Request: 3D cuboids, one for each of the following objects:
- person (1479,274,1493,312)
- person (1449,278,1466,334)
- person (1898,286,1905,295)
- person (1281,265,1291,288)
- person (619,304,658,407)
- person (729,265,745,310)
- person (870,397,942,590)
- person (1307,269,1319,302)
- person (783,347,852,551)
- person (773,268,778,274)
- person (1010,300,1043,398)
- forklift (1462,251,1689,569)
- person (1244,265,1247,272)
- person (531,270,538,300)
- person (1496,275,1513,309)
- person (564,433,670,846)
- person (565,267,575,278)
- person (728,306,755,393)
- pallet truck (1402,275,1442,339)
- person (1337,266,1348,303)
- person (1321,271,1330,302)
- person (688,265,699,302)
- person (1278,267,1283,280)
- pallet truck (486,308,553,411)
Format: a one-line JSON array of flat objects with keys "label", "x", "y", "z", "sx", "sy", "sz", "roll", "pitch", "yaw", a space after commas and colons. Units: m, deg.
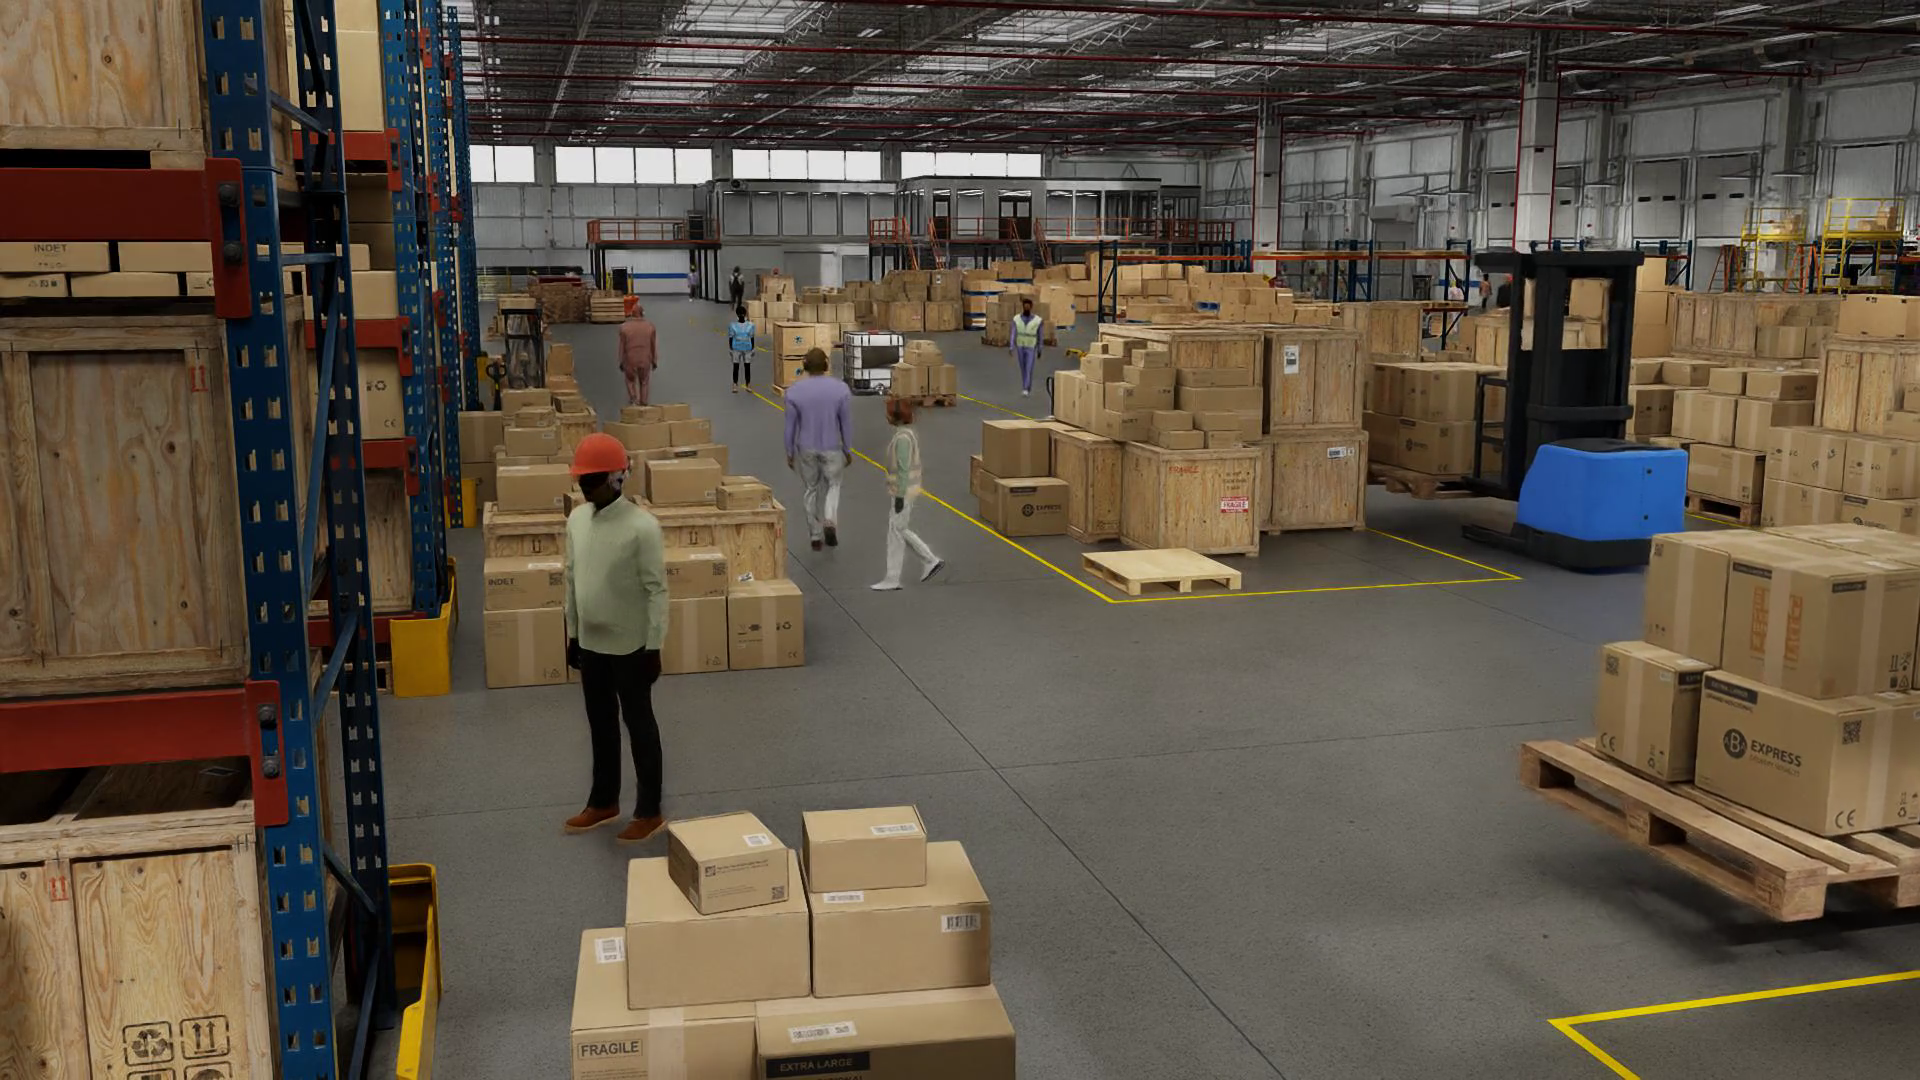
[{"label": "person", "x": 23.075, "y": -10.814, "z": 72.854, "sx": 0.539, "sy": 1.663, "sz": 0.749, "roll": -4, "pitch": 11, "yaw": -21}, {"label": "person", "x": 16.294, "y": -7.639, "z": 54.422, "sx": 0.630, "sy": 1.827, "sz": 0.454, "roll": 1, "pitch": 10, "yaw": 8}, {"label": "person", "x": 23.758, "y": -5.489, "z": 42.076, "sx": 0.337, "sy": 1.882, "sz": 0.583, "roll": 6, "pitch": 11, "yaw": 29}, {"label": "person", "x": 16.914, "y": -13.367, "z": 86.654, "sx": 0.625, "sy": 1.901, "sz": 0.990, "roll": 0, "pitch": 10, "yaw": 2}, {"label": "person", "x": -5.488, "y": -3.066, "z": 28.346, "sx": 0.668, "sy": 1.883, "sz": 0.664, "roll": -3, "pitch": 10, "yaw": -17}, {"label": "person", "x": -9.957, "y": -11.276, "z": 74.402, "sx": 0.695, "sy": 2.000, "sz": 0.599, "roll": 1, "pitch": 10, "yaw": 5}, {"label": "person", "x": -0.463, "y": -0.384, "z": 13.885, "sx": 0.536, "sy": 1.622, "sz": 0.537, "roll": -1, "pitch": 10, "yaw": -3}, {"label": "person", "x": 16.879, "y": -12.059, "z": 79.497, "sx": 0.650, "sy": 1.808, "sz": 0.683, "roll": 8, "pitch": 13, "yaw": 37}, {"label": "person", "x": -1.343, "y": -0.855, "z": 15.702, "sx": 0.652, "sy": 1.928, "sz": 0.434, "roll": -1, "pitch": 10, "yaw": -6}, {"label": "person", "x": -7.910, "y": -10.730, "z": 71.604, "sx": 0.551, "sy": 1.935, "sz": 0.372, "roll": -4, "pitch": 11, "yaw": -22}, {"label": "person", "x": 1.264, "y": -3.640, "z": 31.668, "sx": 0.585, "sy": 1.862, "sz": 1.027, "roll": 3, "pitch": 10, "yaw": 14}, {"label": "forklift", "x": 5.694, "y": -1.250, "z": 15.253, "sx": 1.129, "sy": 2.768, "sz": 1.873, "roll": -3, "pitch": 10, "yaw": -16}, {"label": "person", "x": 13.484, "y": -12.028, "z": 78.798, "sx": 0.395, "sy": 1.988, "sz": 0.614, "roll": 0, "pitch": 10, "yaw": 2}, {"label": "person", "x": -19.800, "y": -11.671, "z": 77.448, "sx": 0.359, "sy": 1.757, "sz": 0.535, "roll": -9, "pitch": 14, "yaw": -42}, {"label": "person", "x": 17.647, "y": -7.602, "z": 53.874, "sx": 0.636, "sy": 1.948, "sz": 0.893, "roll": 1, "pitch": 10, "yaw": 3}, {"label": "person", "x": -1.675, "y": 0.475, "z": 7.992, "sx": 0.623, "sy": 1.992, "sz": 0.396, "roll": 7, "pitch": 12, "yaw": 33}, {"label": "person", "x": -20.078, "y": -13.193, "z": 85.861, "sx": 0.629, "sy": 1.841, "sz": 0.983, "roll": 4, "pitch": 11, "yaw": 22}, {"label": "person", "x": -4.294, "y": -3.747, "z": 32.731, "sx": 0.538, "sy": 1.700, "sz": 0.317, "roll": -3, "pitch": 10, "yaw": -16}, {"label": "pallet truck", "x": 14.620, "y": -7.324, "z": 52.145, "sx": 0.823, "sy": 1.965, "sz": 1.885, "roll": 8, "pitch": 13, "yaw": 40}, {"label": "person", "x": 17.842, "y": -11.818, "z": 77.781, "sx": 0.588, "sy": 1.930, "sz": 0.364, "roll": 1, "pitch": 10, "yaw": 4}, {"label": "person", "x": 17.604, "y": -12.103, "z": 79.908, "sx": 0.662, "sy": 1.740, "sz": 0.545, "roll": 8, "pitch": 13, "yaw": 39}, {"label": "person", "x": -13.822, "y": -13.278, "z": 86.142, "sx": 0.591, "sy": 1.908, "sz": 0.707, "roll": -4, "pitch": 11, "yaw": -20}, {"label": "person", "x": 14.711, "y": -11.559, "z": 76.353, "sx": 0.750, "sy": 1.912, "sz": 0.579, "roll": -2, "pitch": 10, "yaw": -11}, {"label": "pallet truck", "x": -6.242, "y": -2.418, "z": 24.362, "sx": 0.823, "sy": 1.965, "sz": 1.885, "roll": 1, "pitch": 10, "yaw": 3}]
